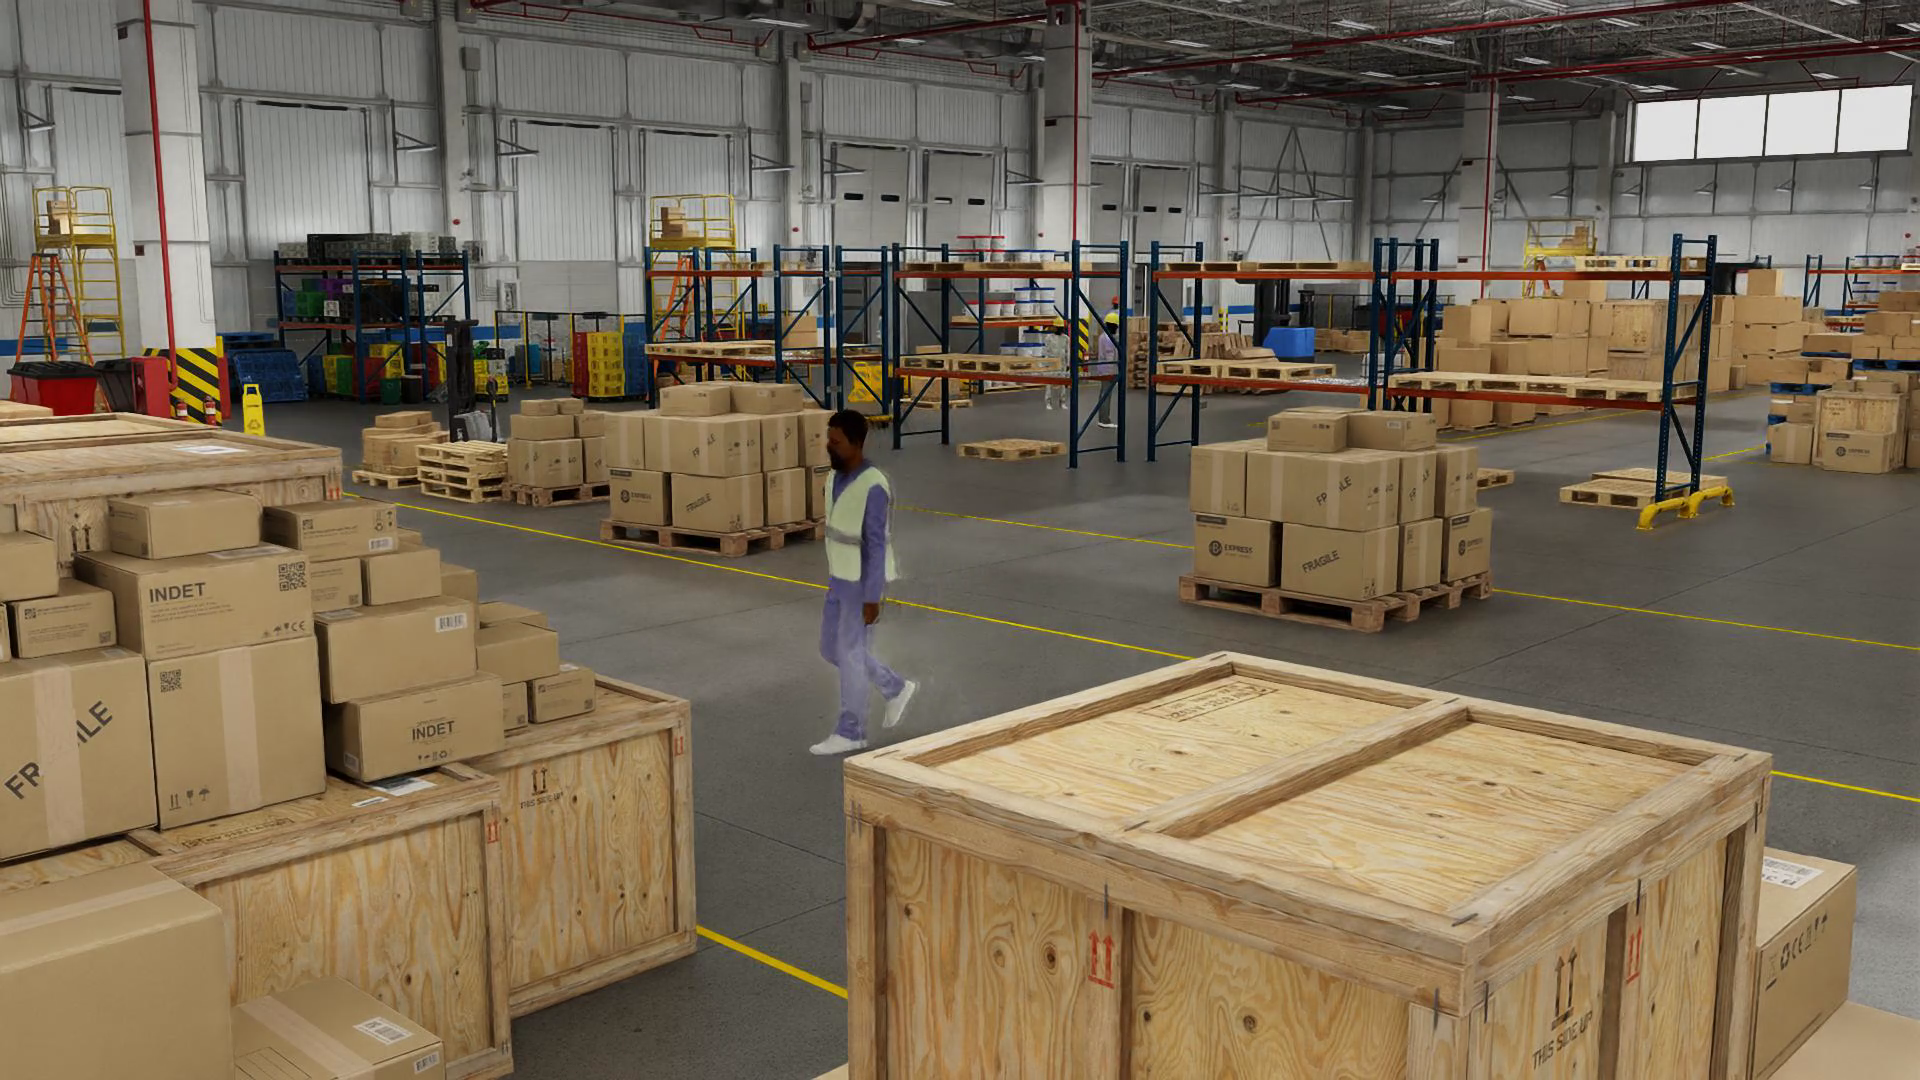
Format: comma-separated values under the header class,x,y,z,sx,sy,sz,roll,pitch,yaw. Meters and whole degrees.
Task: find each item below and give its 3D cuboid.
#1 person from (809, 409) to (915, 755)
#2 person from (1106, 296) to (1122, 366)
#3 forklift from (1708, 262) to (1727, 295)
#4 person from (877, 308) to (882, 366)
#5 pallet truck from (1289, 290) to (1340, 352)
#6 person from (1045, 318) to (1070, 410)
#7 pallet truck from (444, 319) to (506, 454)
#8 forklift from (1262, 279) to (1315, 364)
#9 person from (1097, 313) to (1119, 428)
class,x,y,z,sx,sy,sz,roll,pitch,yaw
person,-0.546,0.225,9.145,0.594,1.904,0.609,-5,11,-29
person,4.289,-5.738,45.648,0.573,1.931,0.415,0,9,-2
forklift,20.259,-6.061,44.709,1.873,2.768,1.129,7,12,37
person,-2.051,-5.360,44.234,0.323,1.631,0.523,0,9,3
pallet truck,11.297,-6.951,52.861,1.885,1.965,0.823,-5,11,-29
person,1.846,-3.324,31.444,0.484,1.735,0.344,-2,9,-12
pallet truck,-6.981,-1.942,22.150,1.885,1.965,0.823,1,9,9
forklift,8.555,-6.090,44.881,1.873,2.768,1.129,9,13,43
person,2.498,-2.832,27.855,0.381,1.917,0.585,-1,9,-6
